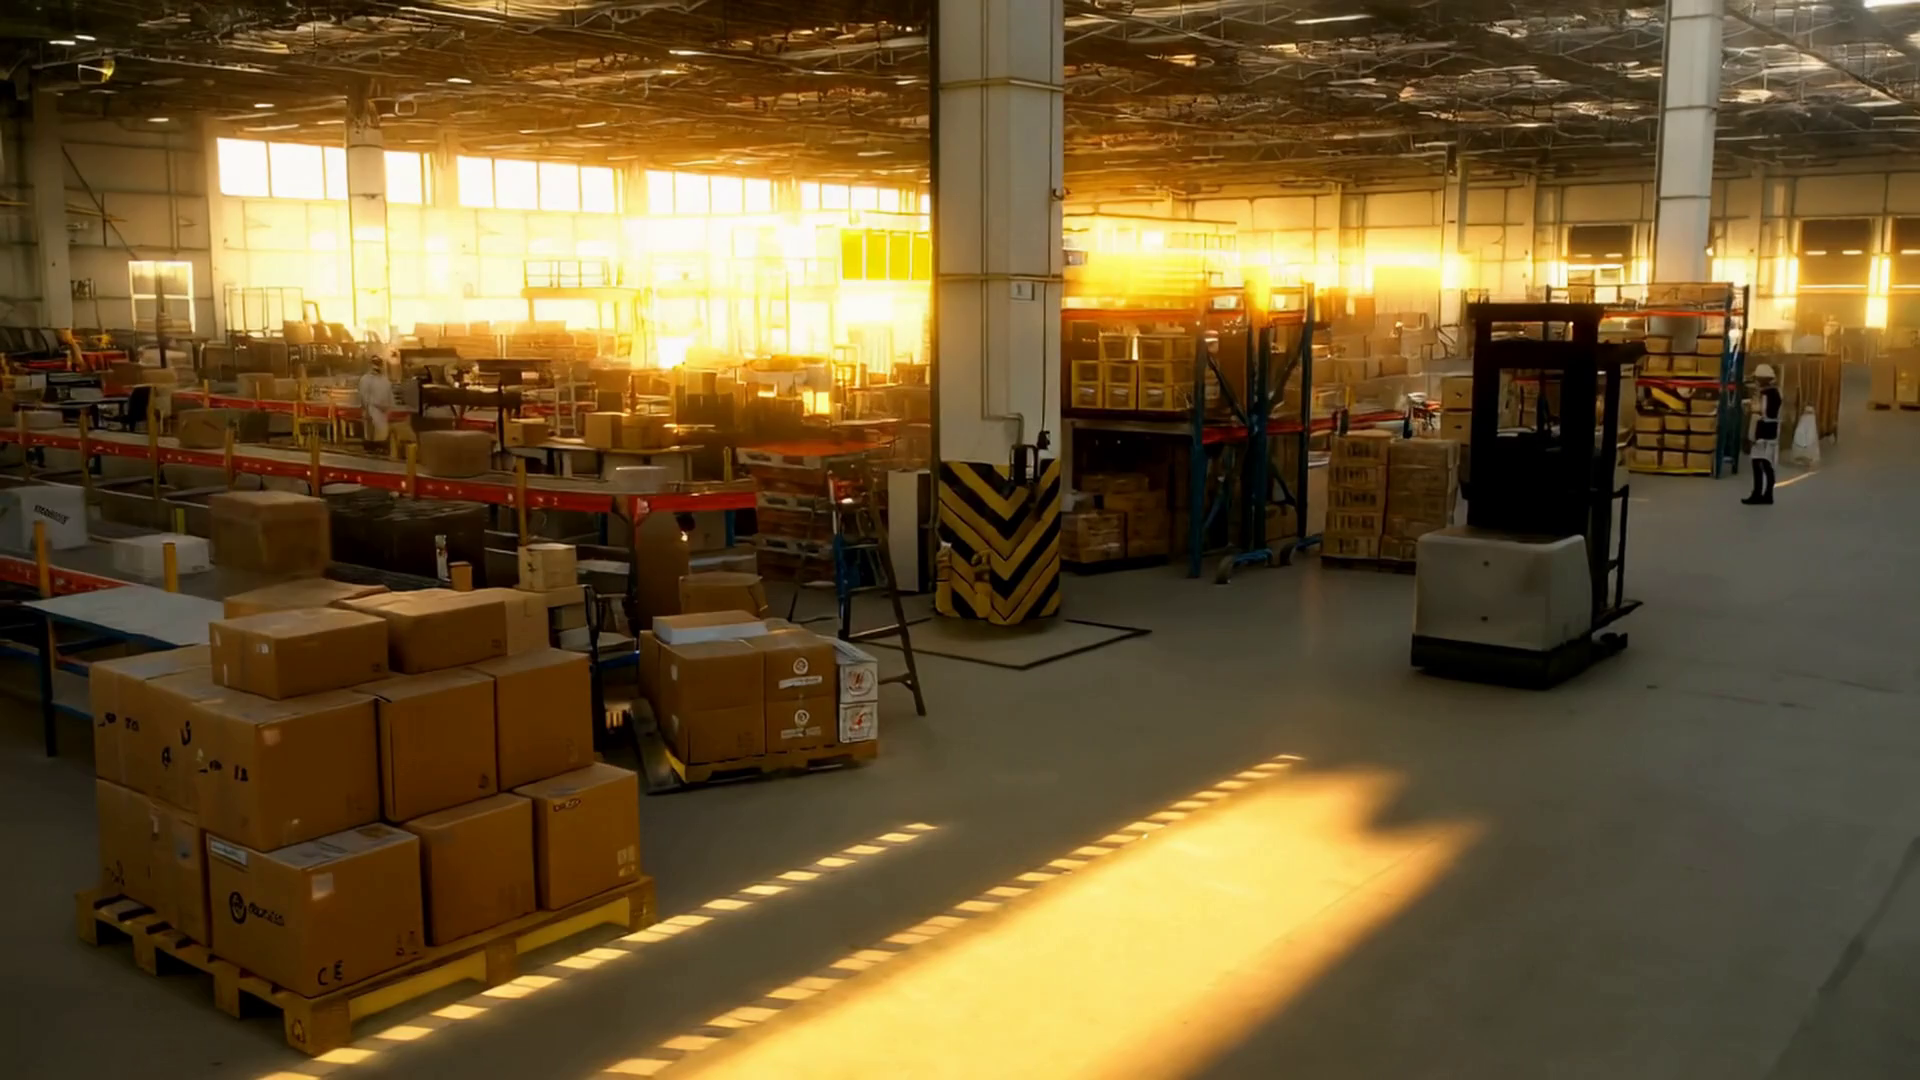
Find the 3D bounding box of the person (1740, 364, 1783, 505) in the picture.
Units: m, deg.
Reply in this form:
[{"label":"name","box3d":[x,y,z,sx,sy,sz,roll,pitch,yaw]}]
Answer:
[{"label":"person","box3d":[10.975,-1.434,22.785,0.539,1.929,0.384,-5,10,-30]}]

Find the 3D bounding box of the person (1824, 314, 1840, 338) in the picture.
[{"label":"person","box3d":[37.686,-8.757,71.901,0.613,1.995,0.391,6,10,33]}]

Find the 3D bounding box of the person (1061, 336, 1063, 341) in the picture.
[{"label":"person","box3d":[2.763,-4.893,46.733,0.493,1.730,0.364,-6,10,-36]}]

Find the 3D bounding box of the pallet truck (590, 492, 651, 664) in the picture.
[{"label":"pallet truck","box3d":[-3.115,0.344,12.883,0.653,1.274,1.630,7,11,37]}]

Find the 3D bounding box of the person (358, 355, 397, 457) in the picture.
[{"label":"person","box3d":[-9.570,-2.108,27.463,0.536,1.891,0.648,2,9,12]}]

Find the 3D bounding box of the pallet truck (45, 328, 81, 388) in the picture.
[{"label":"pallet truck","box3d":[-23.775,-4.544,43.495,1.885,1.965,0.823,6,10,35]}]

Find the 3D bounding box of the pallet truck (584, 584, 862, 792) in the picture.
[{"label":"pallet truck","box3d":[-1.426,0.805,10.019,1.601,1.201,0.680,-4,9,-26]}]

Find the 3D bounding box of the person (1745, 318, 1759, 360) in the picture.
[{"label":"person","box3d":[34.359,-8.715,72.126,0.561,1.847,0.593,-8,12,-43]}]

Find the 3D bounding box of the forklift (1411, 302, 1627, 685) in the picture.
[{"label":"forklift","box3d":[4.379,-0.438,12.852,1.129,2.768,1.873,7,11,37]}]

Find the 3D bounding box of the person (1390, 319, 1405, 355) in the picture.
[{"label":"person","box3d":[16.677,-7.478,63.470,0.550,1.935,0.375,2,9,12]}]

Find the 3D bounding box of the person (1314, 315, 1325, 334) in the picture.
[{"label":"person","box3d":[18.640,-10.776,86.139,0.648,1.815,0.758,-4,9,-27]}]

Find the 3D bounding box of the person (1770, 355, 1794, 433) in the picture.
[{"label":"person","box3d":[16.994,-3.029,34.557,0.519,1.600,0.751,-1,8,-7]}]

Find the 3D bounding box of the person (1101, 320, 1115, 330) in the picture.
[{"label":"person","box3d":[5.729,-7.635,64.780,0.597,1.871,0.464,4,9,27]}]

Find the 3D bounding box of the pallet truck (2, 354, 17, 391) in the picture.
[{"label":"pallet truck","box3d":[-24.881,-4.417,42.634,1.885,1.965,0.823,8,11,41]}]

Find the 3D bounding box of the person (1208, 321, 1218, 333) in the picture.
[{"label":"person","box3d":[10.067,-7.795,66.108,0.959,1.800,0.515,-8,11,-41]}]
